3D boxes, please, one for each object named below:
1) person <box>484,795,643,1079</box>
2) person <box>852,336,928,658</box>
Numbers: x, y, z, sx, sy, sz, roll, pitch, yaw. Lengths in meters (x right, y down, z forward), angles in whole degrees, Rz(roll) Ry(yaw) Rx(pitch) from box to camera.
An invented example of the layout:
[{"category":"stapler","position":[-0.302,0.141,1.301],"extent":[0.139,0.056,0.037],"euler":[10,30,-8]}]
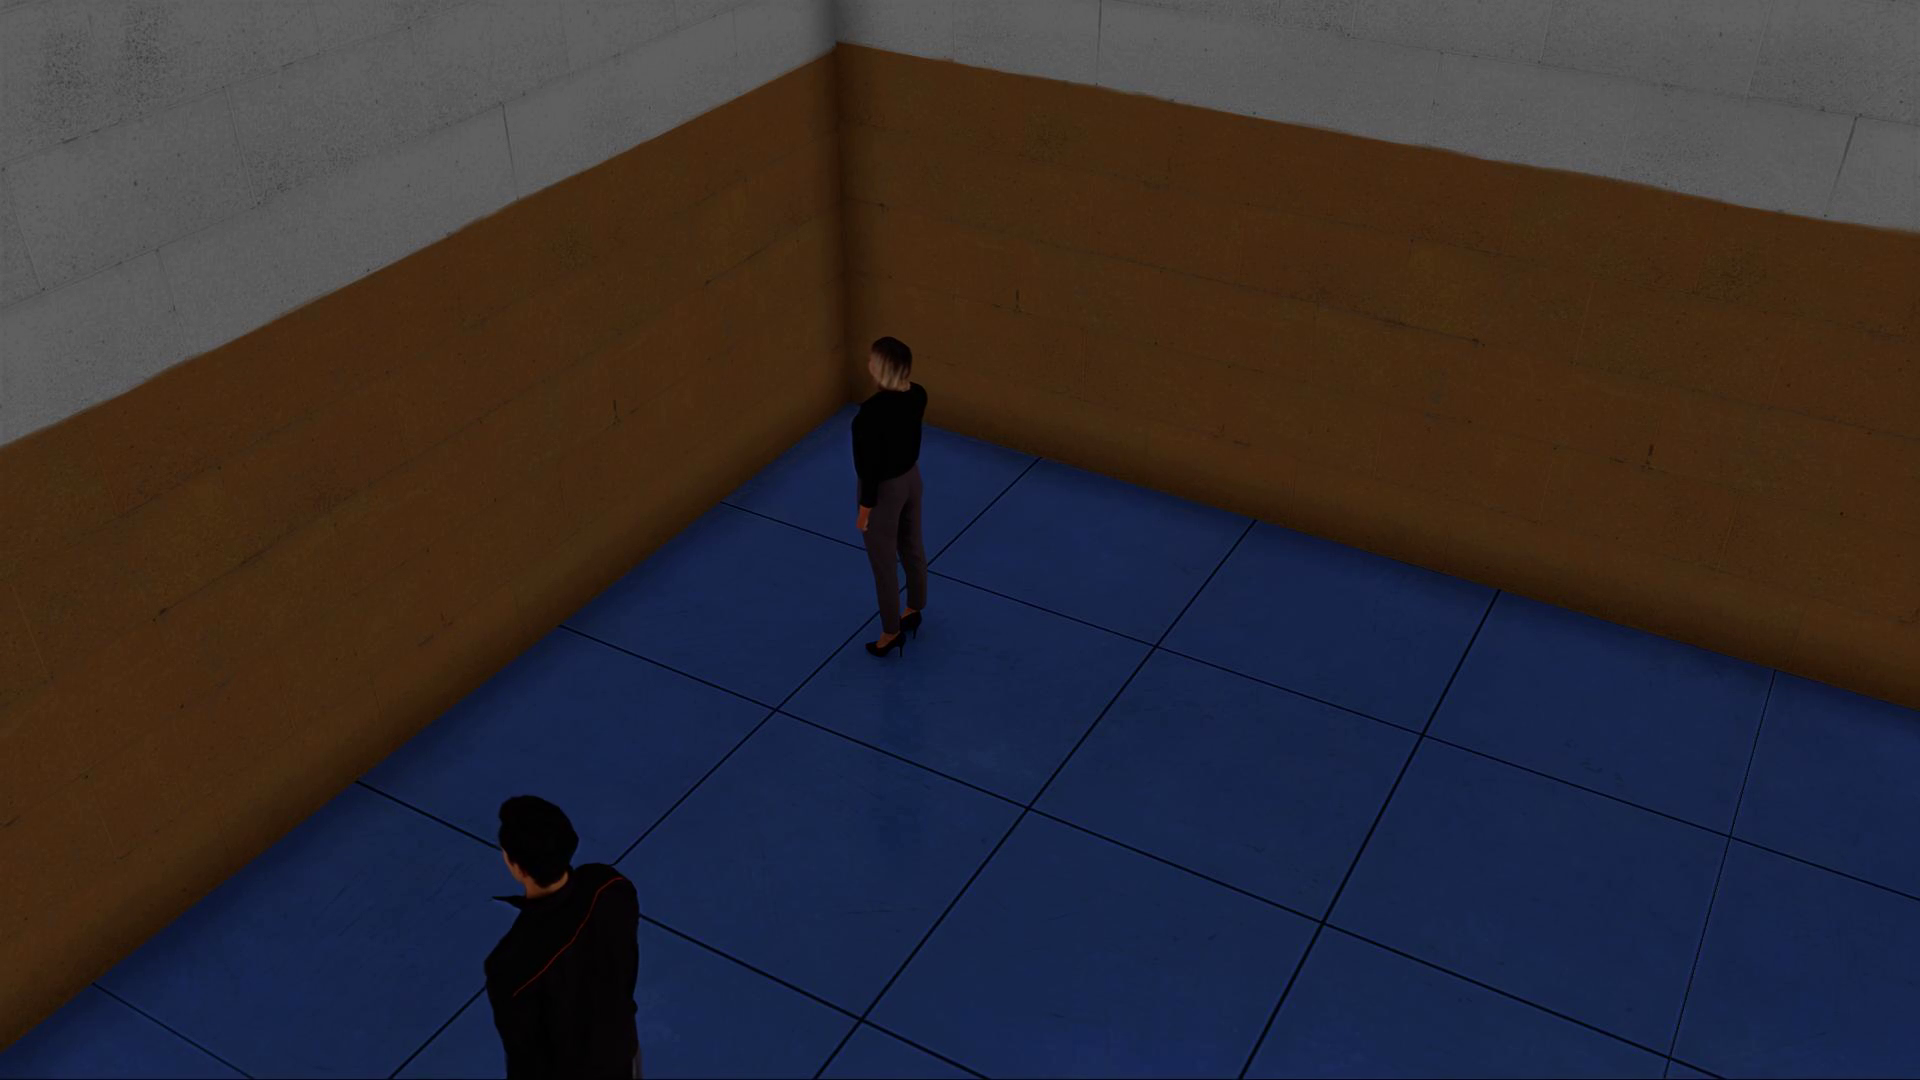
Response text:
[{"category":"person","position":[-1.124,1.518,4.917],"extent":[0.771,1.946,0.537],"euler":[15,37,22]},{"category":"person","position":[-0.309,-0.187,7.727],"extent":[0.661,1.672,0.471],"euler":[20,39,27]}]
